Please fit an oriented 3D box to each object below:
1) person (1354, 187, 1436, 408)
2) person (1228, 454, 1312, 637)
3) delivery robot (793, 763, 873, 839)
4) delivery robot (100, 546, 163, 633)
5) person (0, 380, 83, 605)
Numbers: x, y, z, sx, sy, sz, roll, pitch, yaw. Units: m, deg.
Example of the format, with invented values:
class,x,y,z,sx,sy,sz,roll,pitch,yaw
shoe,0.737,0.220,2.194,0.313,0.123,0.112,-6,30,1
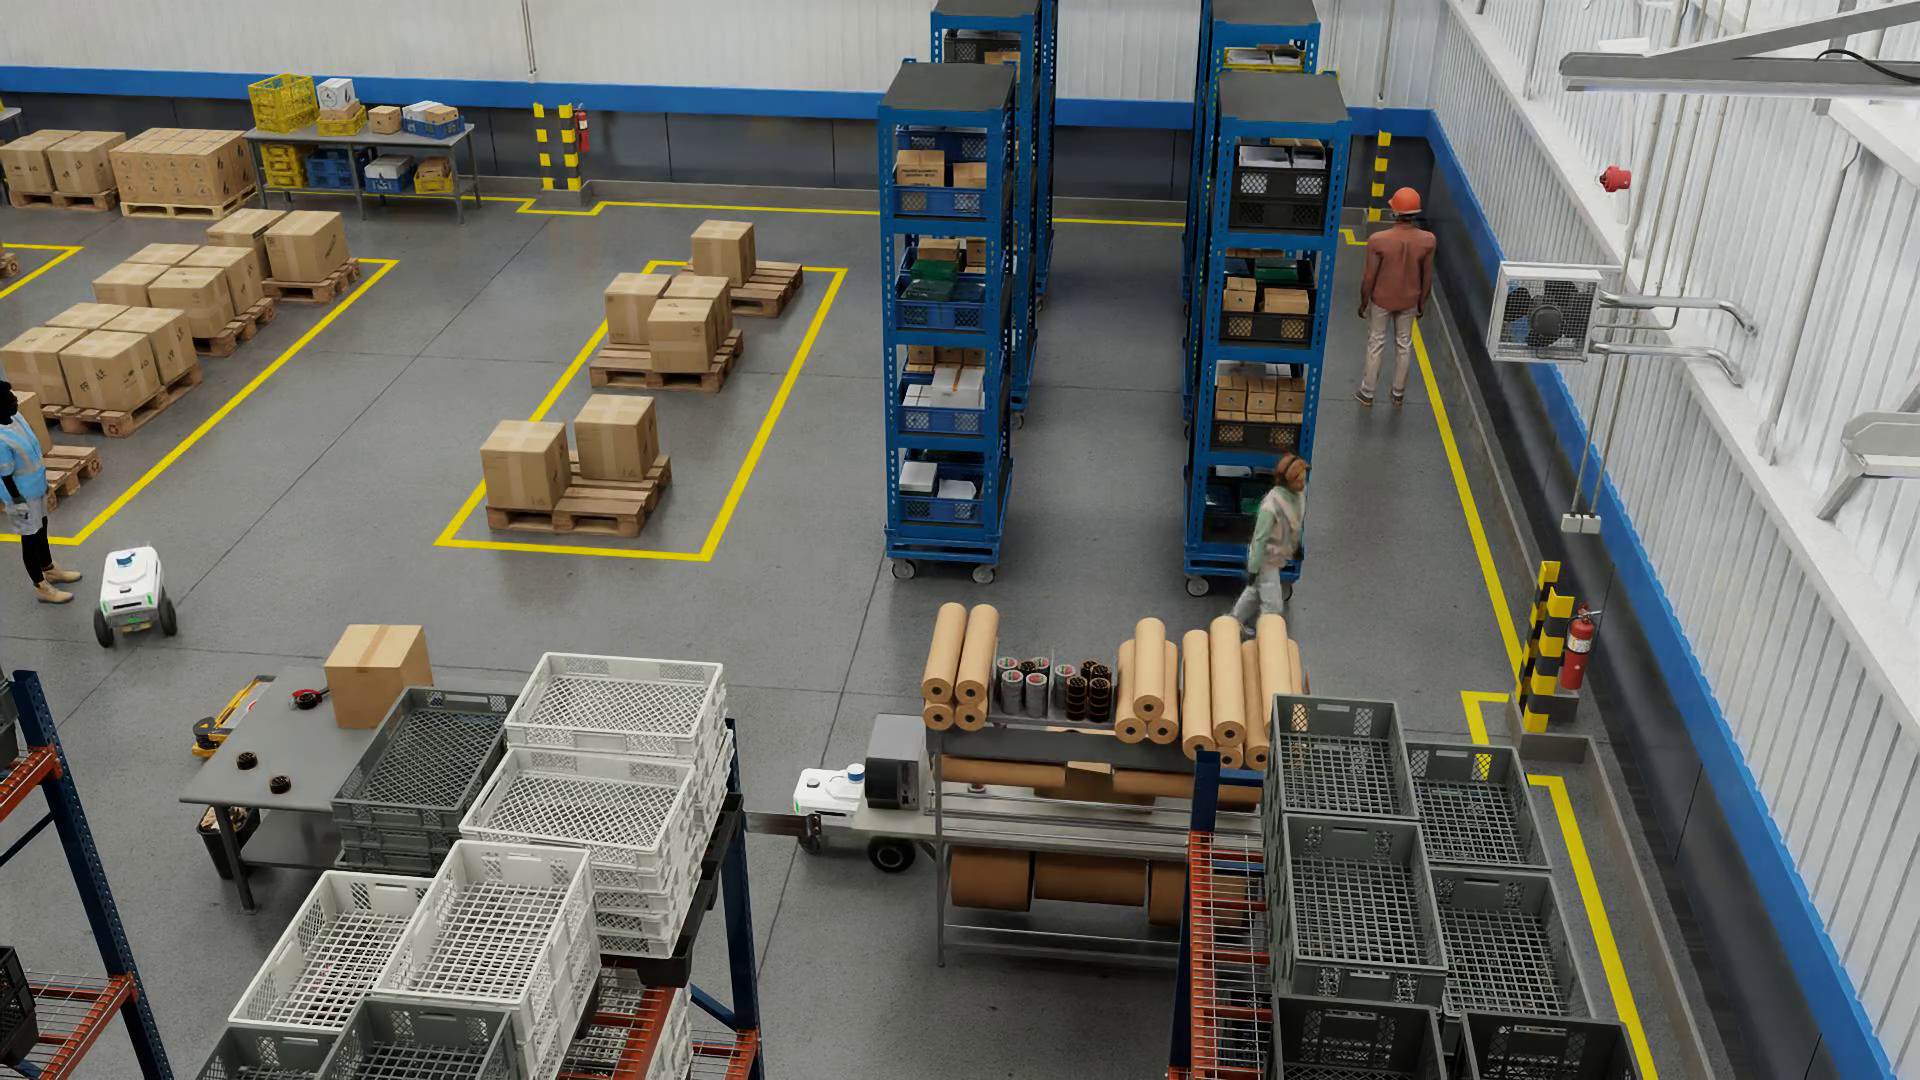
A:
class,x,y,z,sx,sy,sz,roll,pitch,yaw
person,3.802,-2.113,14.572,0.620,1.996,0.372,-1,30,-2
person,2.037,0.099,11.161,0.604,1.606,0.530,19,35,29
delivery robot,-0.599,1.520,9.666,0.707,0.478,0.477,4,31,7
delivery robot,-5.851,0.312,11.740,0.477,0.478,0.707,-11,32,-17
person,-6.652,-0.354,11.846,0.318,1.697,0.533,-6,31,-10
